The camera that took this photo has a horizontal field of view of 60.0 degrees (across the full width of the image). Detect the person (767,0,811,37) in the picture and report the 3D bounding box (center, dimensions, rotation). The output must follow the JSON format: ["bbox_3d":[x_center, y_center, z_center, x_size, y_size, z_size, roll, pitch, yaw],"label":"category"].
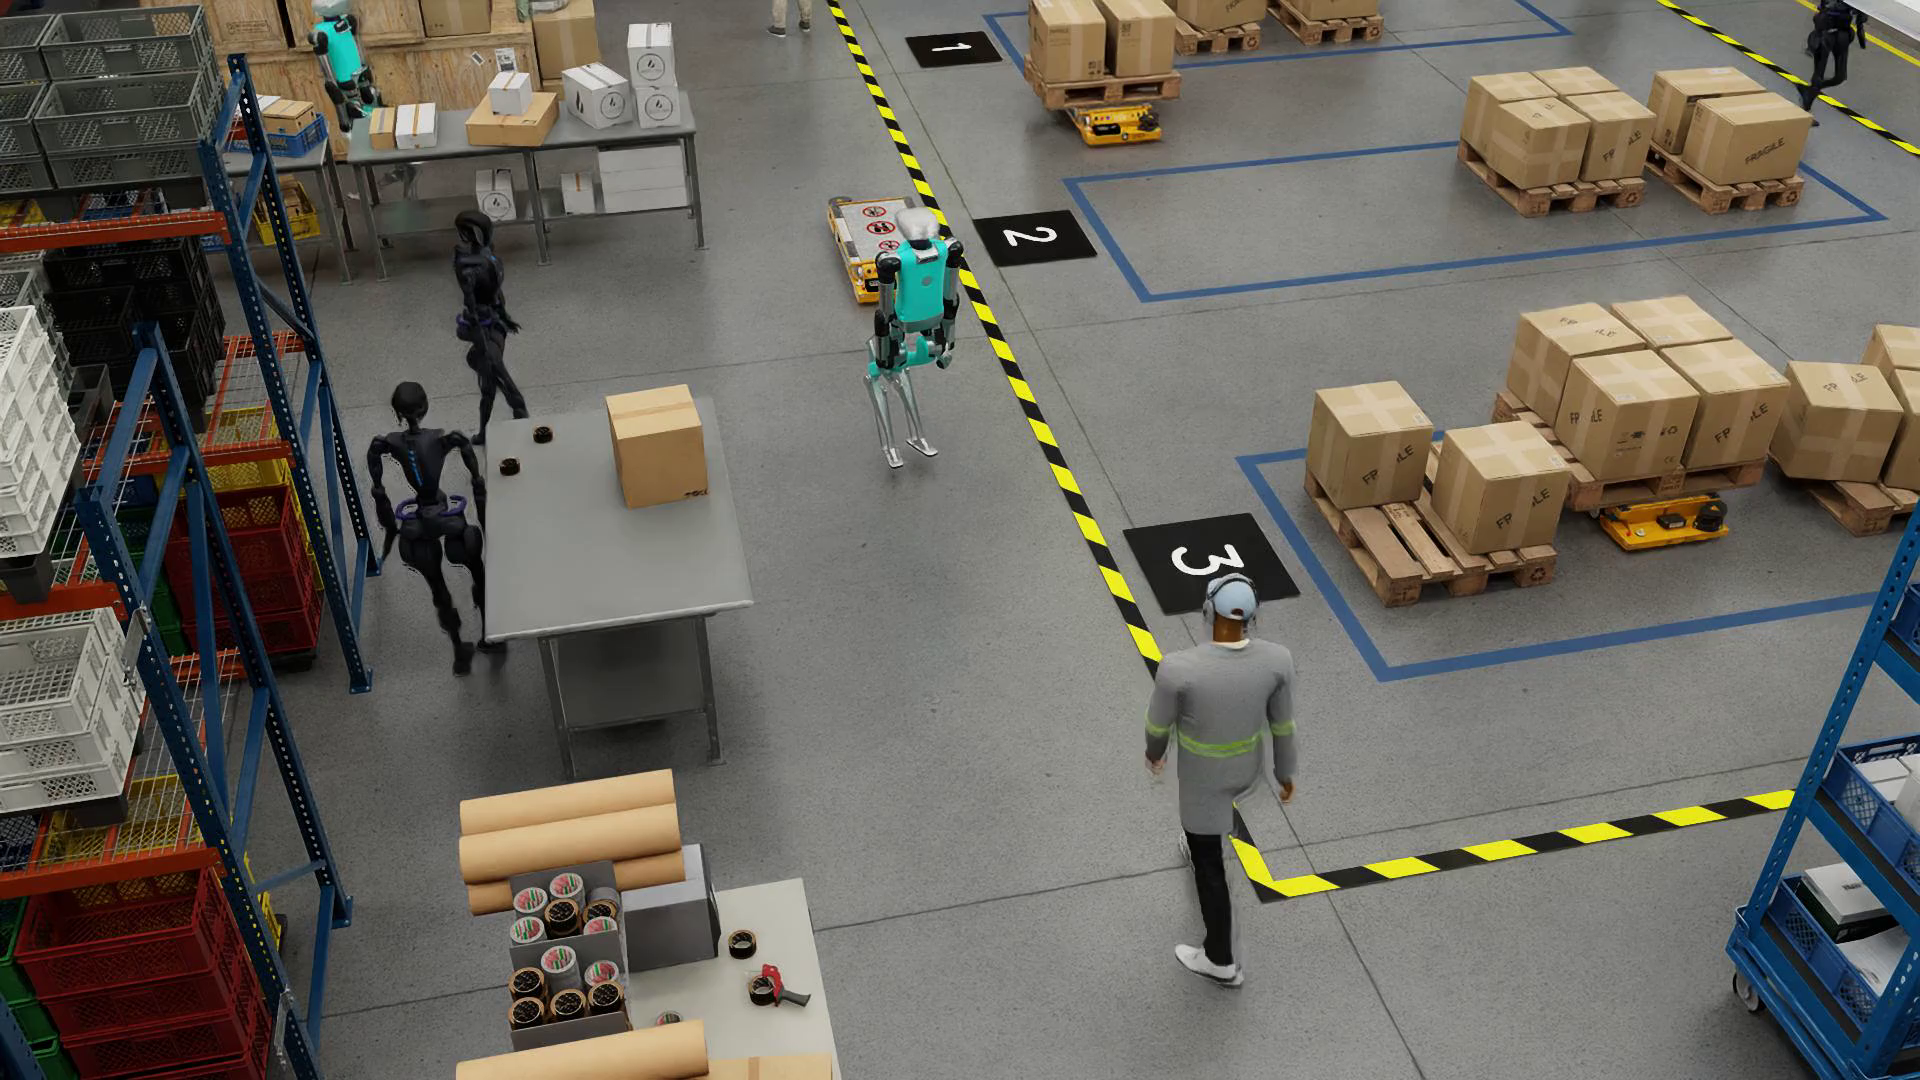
[{"bbox_3d":[-1.684,-5.754,16.030,0.560,1.768,0.399,-19,41,-24],"label":"person"}]

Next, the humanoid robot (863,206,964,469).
[{"bbox_3d":[-0.349,-1.252,9.898,0.533,1.672,0.735,-18,40,-23],"label":"humanoid robot"}]

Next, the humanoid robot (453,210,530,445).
[{"bbox_3d":[-2.798,-1.258,10.081,0.641,1.634,0.614,0,37,1],"label":"humanoid robot"}]

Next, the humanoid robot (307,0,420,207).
[{"bbox_3d":[-4.461,-3.248,12.687,0.984,1.731,0.546,7,37,10],"label":"humanoid robot"}]

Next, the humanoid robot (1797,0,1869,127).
[{"bbox_3d":[7.512,-4.415,14.304,0.593,1.643,0.427,-14,39,-18],"label":"humanoid robot"}]

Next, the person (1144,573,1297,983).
[{"bbox_3d":[1.115,0.975,6.982,0.613,1.784,0.903,-12,38,-16],"label":"person"}]

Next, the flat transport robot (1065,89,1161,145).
[{"bbox_3d":[1.256,-3.905,14.779,0.652,0.197,1.431,-8,37,-10],"label":"flat transport robot"}]

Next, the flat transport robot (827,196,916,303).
[{"bbox_3d":[-0.570,-2.220,12.538,0.659,0.231,1.431,-8,37,-10],"label":"flat transport robot"}]

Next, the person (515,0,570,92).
[{"bbox_3d":[-3.492,-4.438,14.124,0.412,1.939,0.604,23,42,28],"label":"person"}]

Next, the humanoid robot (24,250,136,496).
[{"bbox_3d":[-5.107,-0.938,9.523,0.717,1.723,0.531,18,40,23],"label":"humanoid robot"}]

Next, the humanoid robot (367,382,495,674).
[{"bbox_3d":[-2.669,-0.055,8.455,0.602,1.645,0.413,-4,37,-5],"label":"humanoid robot"}]

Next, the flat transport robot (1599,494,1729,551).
[{"bbox_3d":[4.000,-0.458,10.147,0.652,0.197,1.431,-8,37,-10],"label":"flat transport robot"}]
